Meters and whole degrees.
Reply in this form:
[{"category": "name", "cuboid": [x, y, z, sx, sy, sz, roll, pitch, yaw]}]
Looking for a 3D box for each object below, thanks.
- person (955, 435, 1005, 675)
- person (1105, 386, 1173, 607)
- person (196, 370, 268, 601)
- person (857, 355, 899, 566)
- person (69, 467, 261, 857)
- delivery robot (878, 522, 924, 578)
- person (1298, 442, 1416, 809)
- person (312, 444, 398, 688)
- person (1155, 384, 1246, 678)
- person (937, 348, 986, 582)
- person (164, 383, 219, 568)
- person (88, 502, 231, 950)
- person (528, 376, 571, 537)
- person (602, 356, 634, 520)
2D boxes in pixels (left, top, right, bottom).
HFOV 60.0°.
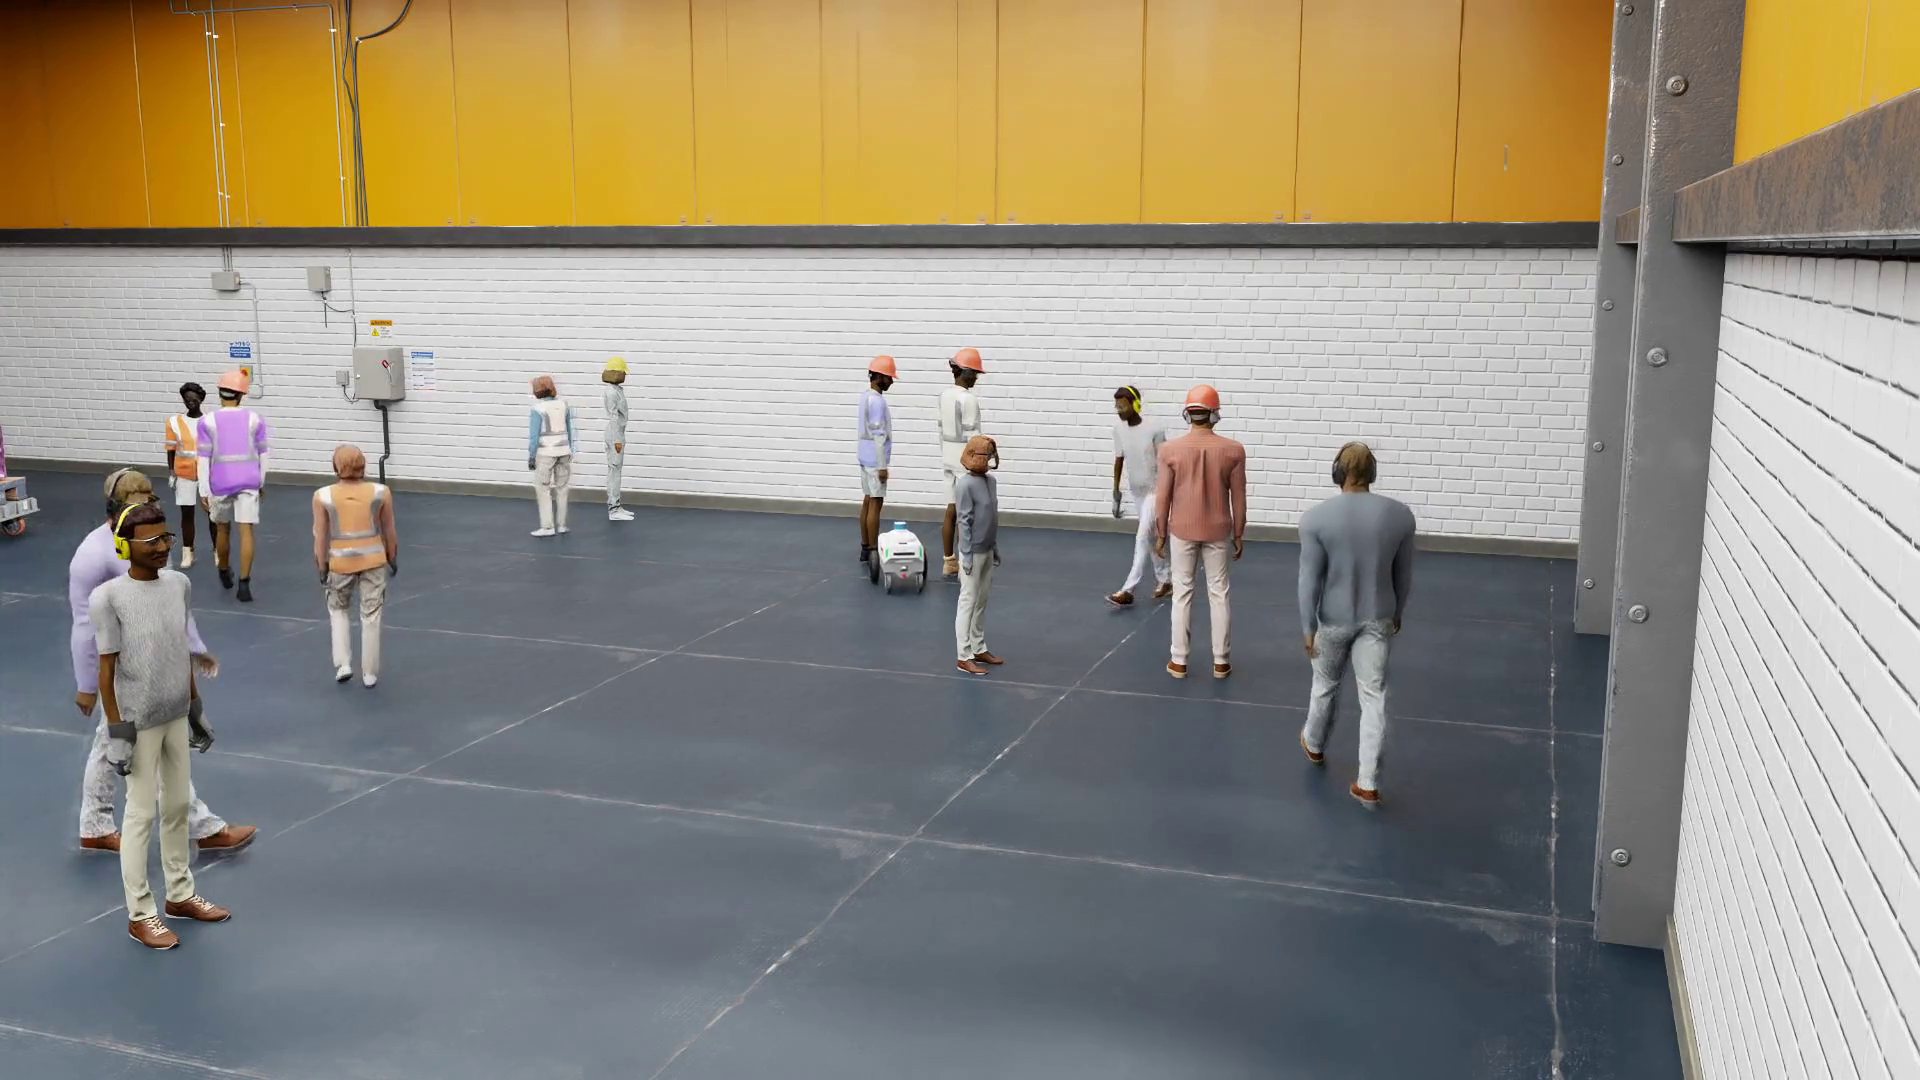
[{"category": "person", "cuboid": [0.134, 0.092, 11.448, 0.285, 1.633, 0.497, 5, 11, 25]}, {"category": "person", "cuboid": [1.489, -0.358, 13.544, 0.990, 1.788, 0.553, -10, 14, -43]}, {"category": "person", "cuboid": [-6.083, -0.473, 13.937, 0.556, 1.871, 1.014, -5, 11, -26]}, {"category": "person", "cuboid": [-0.745, -0.728, 15.245, 0.388, 1.926, 0.546, -3, 10, -14]}, {"category": "person", "cuboid": [-3.804, 0.596, 7.875, 0.967, 1.884, 0.617, -1, 10, -3]}, {"category": "delivery robot", "cuboid": [-0.509, 0.090, 14.215, 0.477, 0.478, 0.707, -2, 11, -7]}, {"category": "person", "cuboid": [2.101, 0.410, 8.945, 0.636, 1.884, 1.012, 0, 10, 2]}, {"category": "person", "cuboid": [-3.994, 0.172, 11.027, 0.526, 1.626, 0.419, -4, 11, -22]}, {"category": "person", "cuboid": [1.622, -0.052, 11.256, 0.614, 1.988, 0.390, 1, 10, 4]}, {"category": "person", "cuboid": [0.039, -0.652, 14.511, 0.386, 2.034, 0.604, -5, 11, -28]}, {"category": "person", "cuboid": [-6.902, -0.580, 15.106, 0.563, 1.699, 0.420, -4, 11, -20]}, {"category": "person", "cuboid": [-3.372, 0.766, 7.004, 0.328, 1.867, 0.514, 3, 11, 18]}, {"category": "person", "cuboid": [-4.113, -0.833, 16.715, 0.319, 1.619, 0.600, 7, 12, 34]}, {"category": "person", "cuboid": [-3.655, -1.086, 17.775, 0.295, 1.745, 0.486, -2, 10, -10]}]
